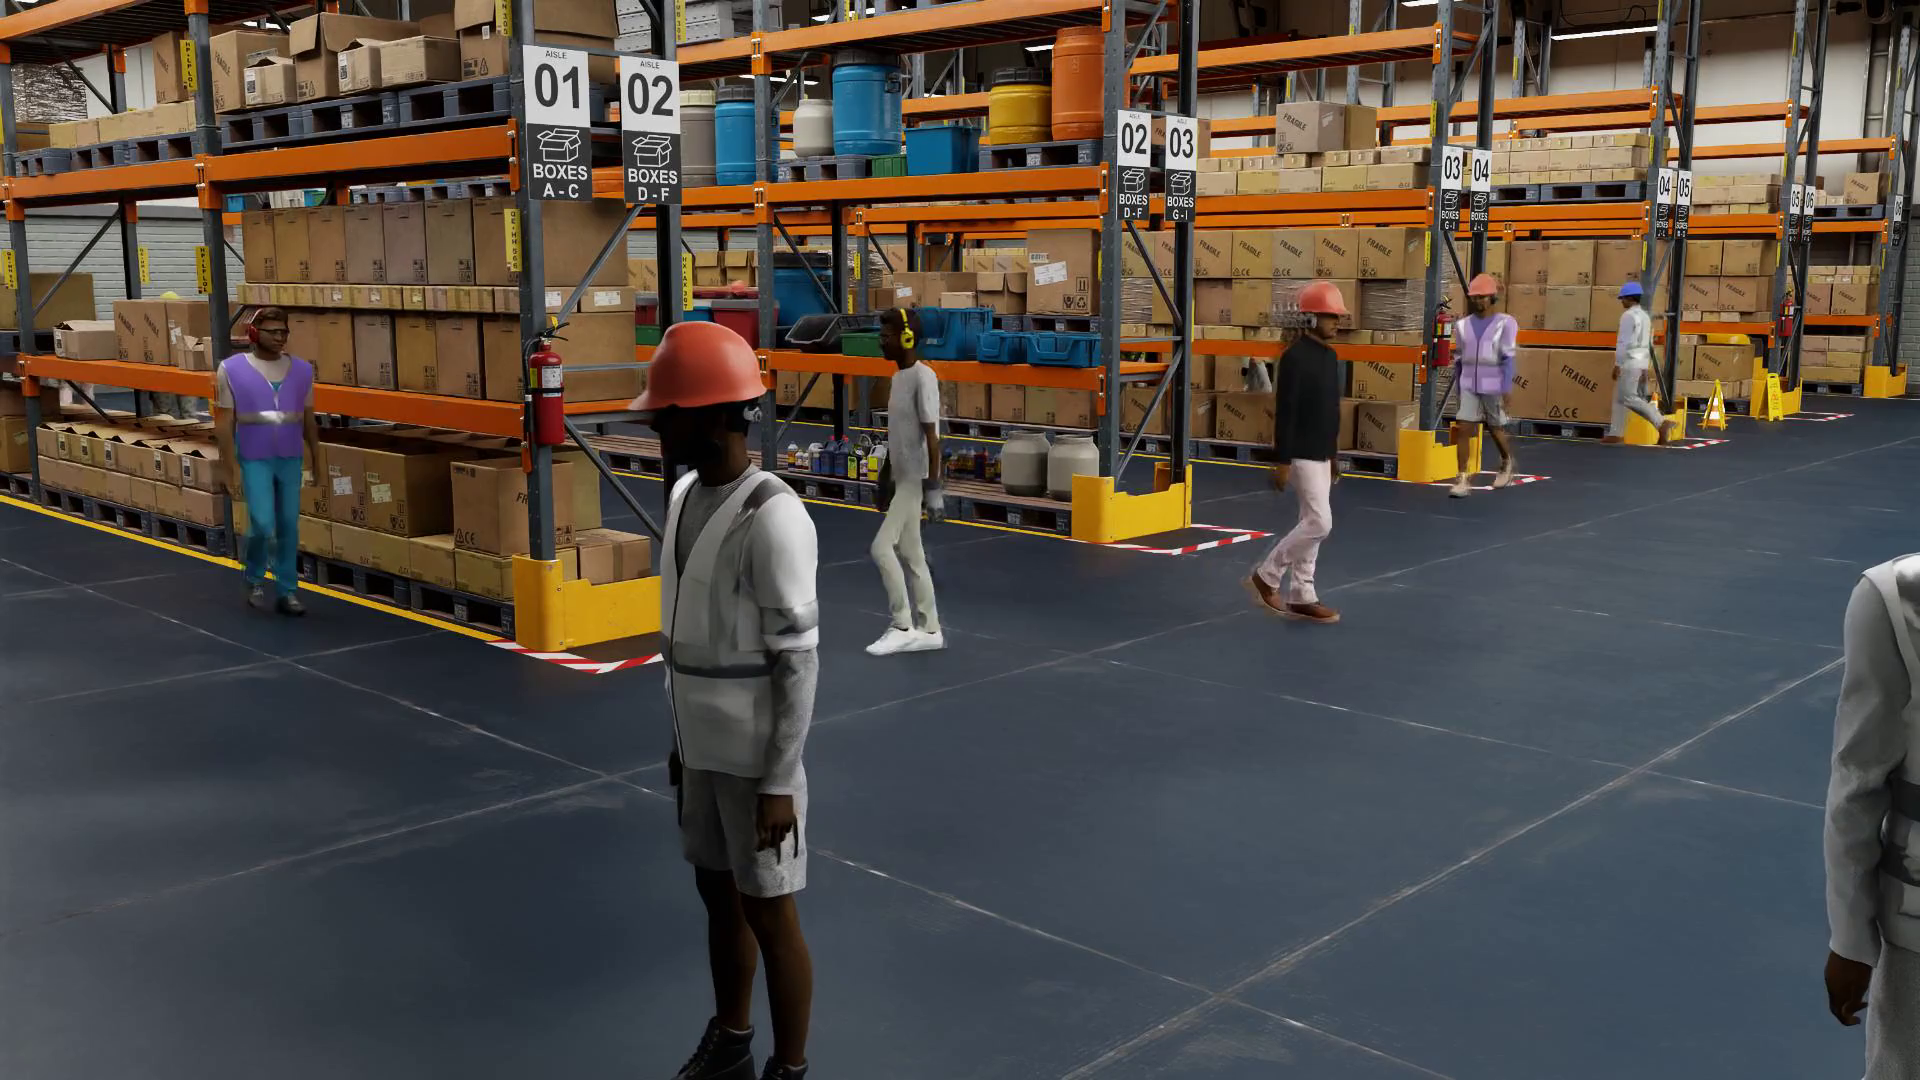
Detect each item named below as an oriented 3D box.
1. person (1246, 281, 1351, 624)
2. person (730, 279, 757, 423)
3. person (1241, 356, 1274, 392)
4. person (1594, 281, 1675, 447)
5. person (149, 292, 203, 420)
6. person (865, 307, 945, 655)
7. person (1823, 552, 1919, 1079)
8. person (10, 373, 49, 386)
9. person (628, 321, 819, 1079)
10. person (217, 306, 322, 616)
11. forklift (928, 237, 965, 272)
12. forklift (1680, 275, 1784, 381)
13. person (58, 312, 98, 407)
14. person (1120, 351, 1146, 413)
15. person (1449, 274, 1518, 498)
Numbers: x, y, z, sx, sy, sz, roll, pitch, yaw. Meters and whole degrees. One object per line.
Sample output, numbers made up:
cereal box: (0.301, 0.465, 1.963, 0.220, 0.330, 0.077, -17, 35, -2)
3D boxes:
person: (2.018, -0.495, 9.617, 0.455, 1.980, 0.614, 5, 11, 30)
person: (-3.009, -2.550, 22.407, 0.763, 1.914, 0.552, 9, 13, 43)
person: (3.676, -2.292, 20.897, 0.905, 1.899, 0.586, 4, 10, 22)
person: (7.785, -2.000, 19.048, 0.810, 1.911, 0.623, 7, 11, 36)
person: (-7.972, -1.601, 16.872, 0.607, 1.811, 0.629, 9, 13, 43)
person: (-0.346, -0.301, 8.826, 0.628, 1.843, 0.557, -3, 10, -18)
person: (1.744, 0.663, 2.787, 0.573, 1.887, 0.356, 1, 9, 4)
person: (-11.181, -2.196, 20.127, 0.609, 1.944, 0.624, 5, 10, 27)
person: (-0.539, 0.470, 3.828, 0.376, 1.934, 0.547, -7, 11, -35)
person: (-4.063, -0.459, 9.830, 0.447, 1.828, 0.592, 9, 13, 44)
forklift: (-0.326, -5.817, 39.609, 1.129, 2.768, 1.873, 9, 13, 43)
forklift: (12.480, -3.427, 27.053, 1.214, 2.155, 2.313, 9, 13, 43)
person: (-10.780, -2.225, 20.241, 0.631, 1.970, 0.654, -4, 10, -24)
person: (2.214, -2.398, 21.692, 0.619, 1.845, 0.430, 4, 10, 23)
person: (4.793, -1.415, 15.178, 0.610, 2.016, 0.968, 7, 12, 38)
